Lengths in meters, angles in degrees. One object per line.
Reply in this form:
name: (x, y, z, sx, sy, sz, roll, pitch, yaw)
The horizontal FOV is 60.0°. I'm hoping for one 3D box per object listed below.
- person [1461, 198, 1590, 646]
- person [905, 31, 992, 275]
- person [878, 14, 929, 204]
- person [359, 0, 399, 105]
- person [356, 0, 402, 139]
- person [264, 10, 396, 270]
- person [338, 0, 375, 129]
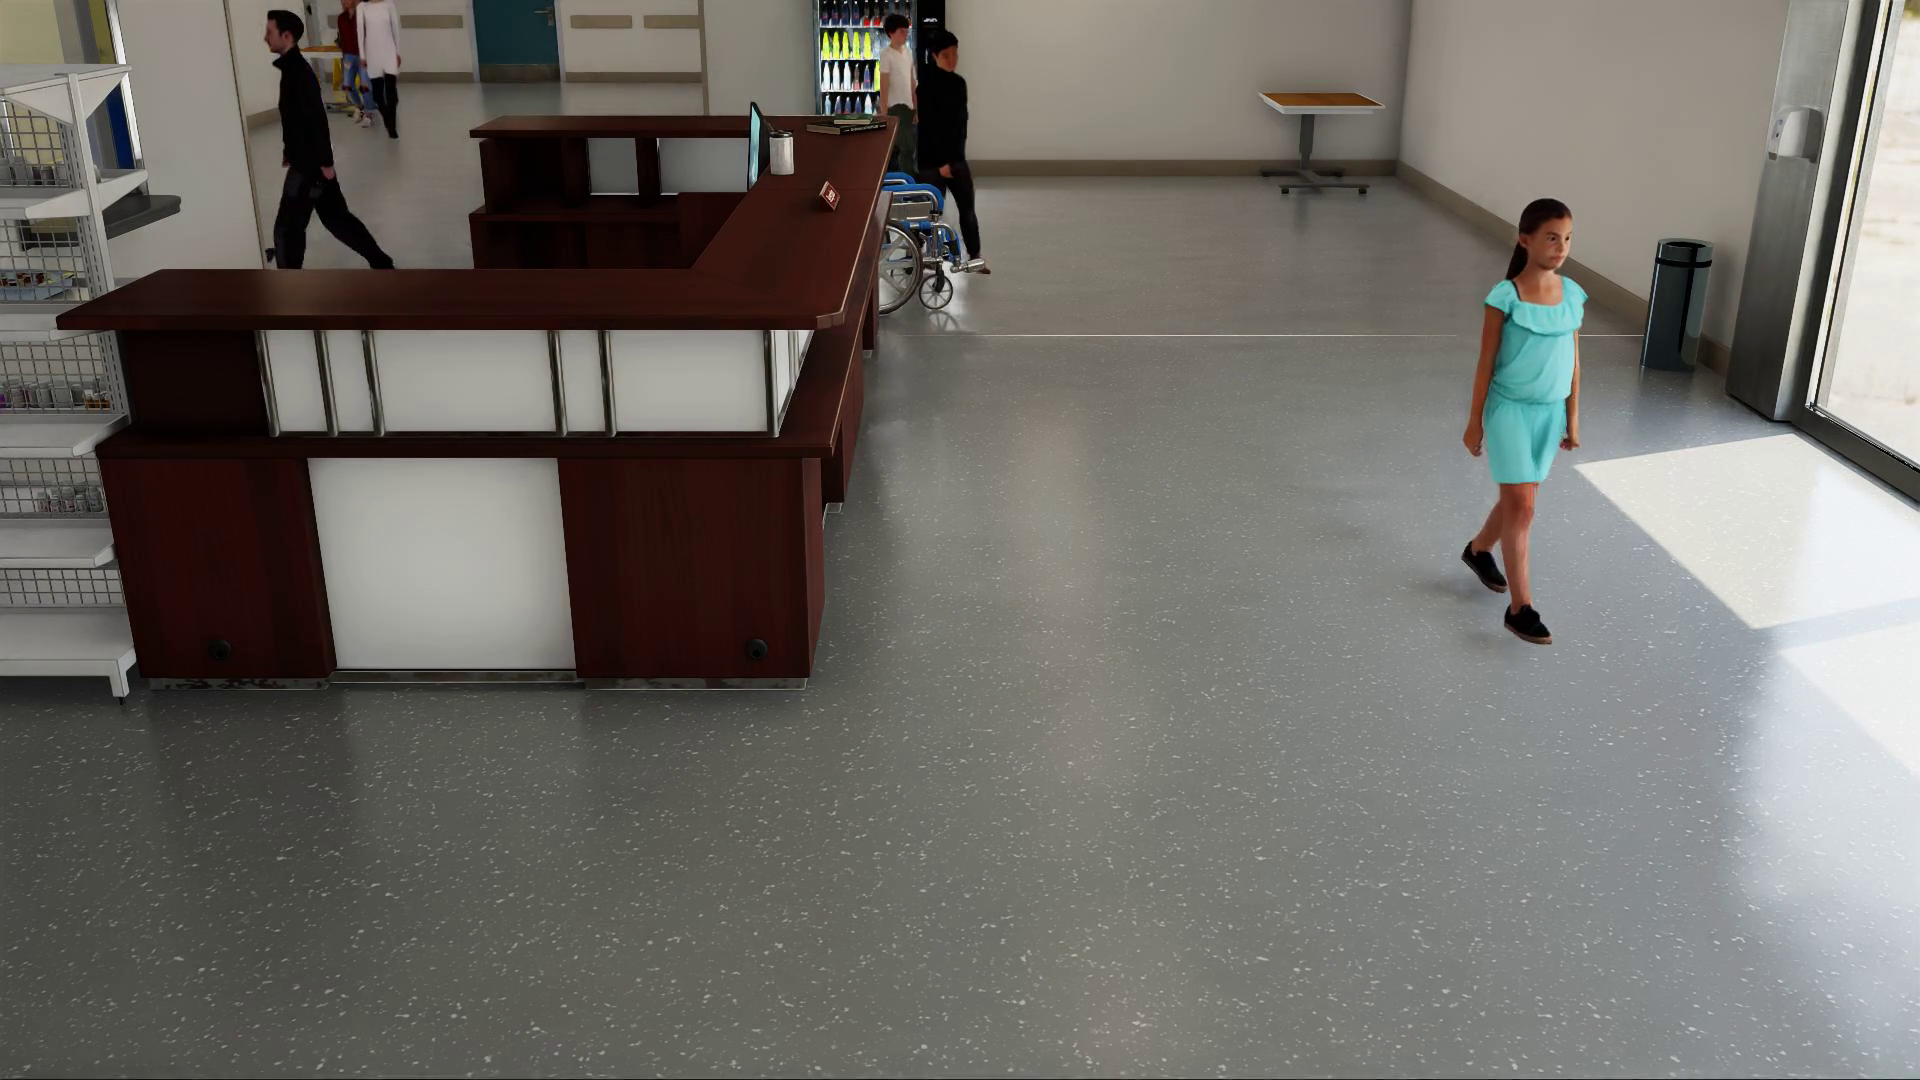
person: (2.035, -0.461, 6.072, 0.975, 1.529, 0.771, -5, 21, -13)
person: (-0.165, -2.726, 11.830, 1.056, 1.687, 1.027, 19, 28, 40)
person: (-0.601, -3.755, 14.630, 1.143, 1.628, 0.968, 14, 25, 32)
person: (-7.849, -6.659, 22.022, 1.182, 1.823, 1.139, -15, 26, -35)
person: (-6.650, -5.548, 19.148, 1.134, 1.782, 0.905, -6, 22, -16)
person: (-4.130, -2.432, 10.787, 1.303, 1.876, 0.951, -7, 22, -18)
person: (-7.203, -5.793, 20.017, 0.601, 1.623, 0.667, 2, 21, 5)
